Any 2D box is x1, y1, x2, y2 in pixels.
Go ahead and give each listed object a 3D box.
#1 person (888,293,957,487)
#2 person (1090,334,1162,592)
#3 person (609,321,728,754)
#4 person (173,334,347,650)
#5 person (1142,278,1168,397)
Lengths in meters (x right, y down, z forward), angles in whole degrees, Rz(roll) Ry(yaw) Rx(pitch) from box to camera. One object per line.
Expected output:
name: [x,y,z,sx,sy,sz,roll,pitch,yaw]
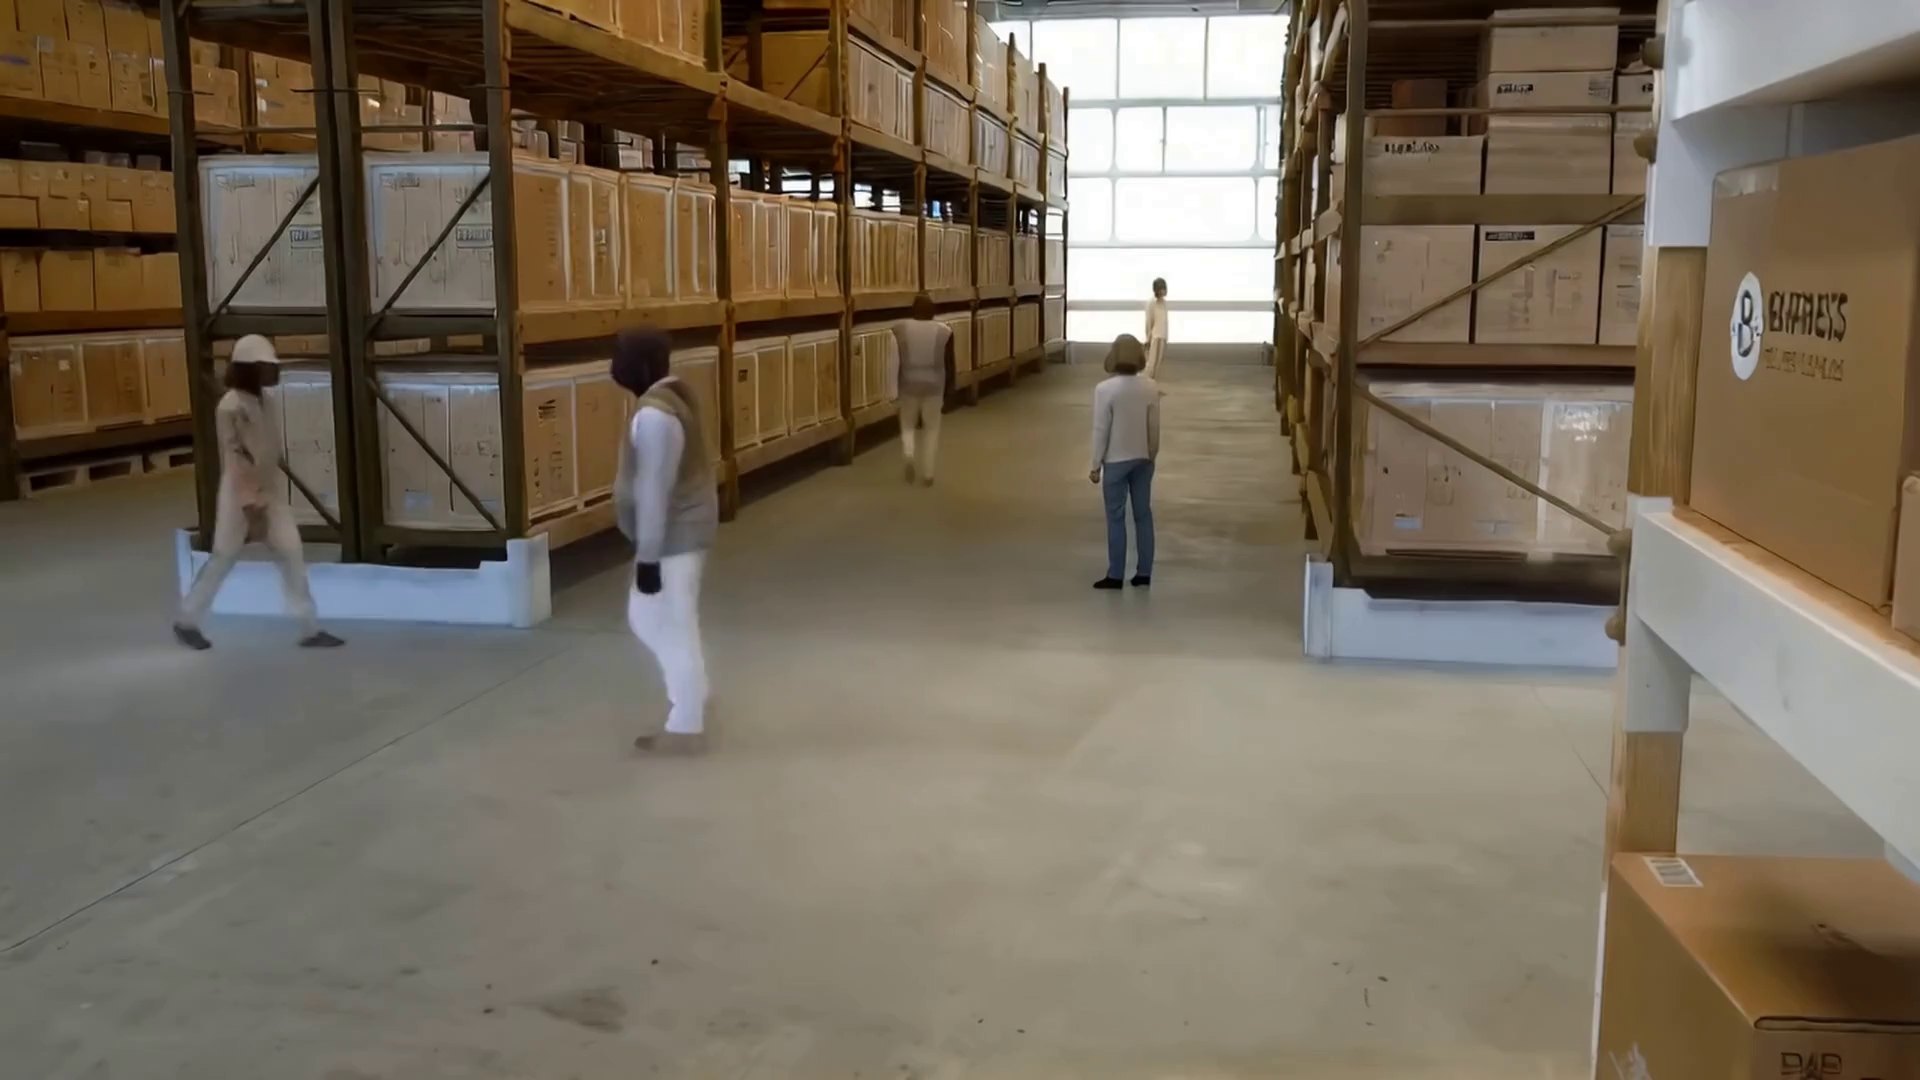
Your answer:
person: [-0.358,-1.420,15.767,0.639,1.824,0.566,0,9,1]
person: [1.048,-0.485,10.553,0.500,1.633,0.279,-5,11,-30]
person: [-1.218,0.007,6.917,0.432,1.822,0.653,-1,9,-5]
person: [-3.810,-0.244,8.851,0.893,1.700,0.494,2,9,11]
person: [3.173,-3.261,26.875,0.369,1.930,0.627,6,11,35]
